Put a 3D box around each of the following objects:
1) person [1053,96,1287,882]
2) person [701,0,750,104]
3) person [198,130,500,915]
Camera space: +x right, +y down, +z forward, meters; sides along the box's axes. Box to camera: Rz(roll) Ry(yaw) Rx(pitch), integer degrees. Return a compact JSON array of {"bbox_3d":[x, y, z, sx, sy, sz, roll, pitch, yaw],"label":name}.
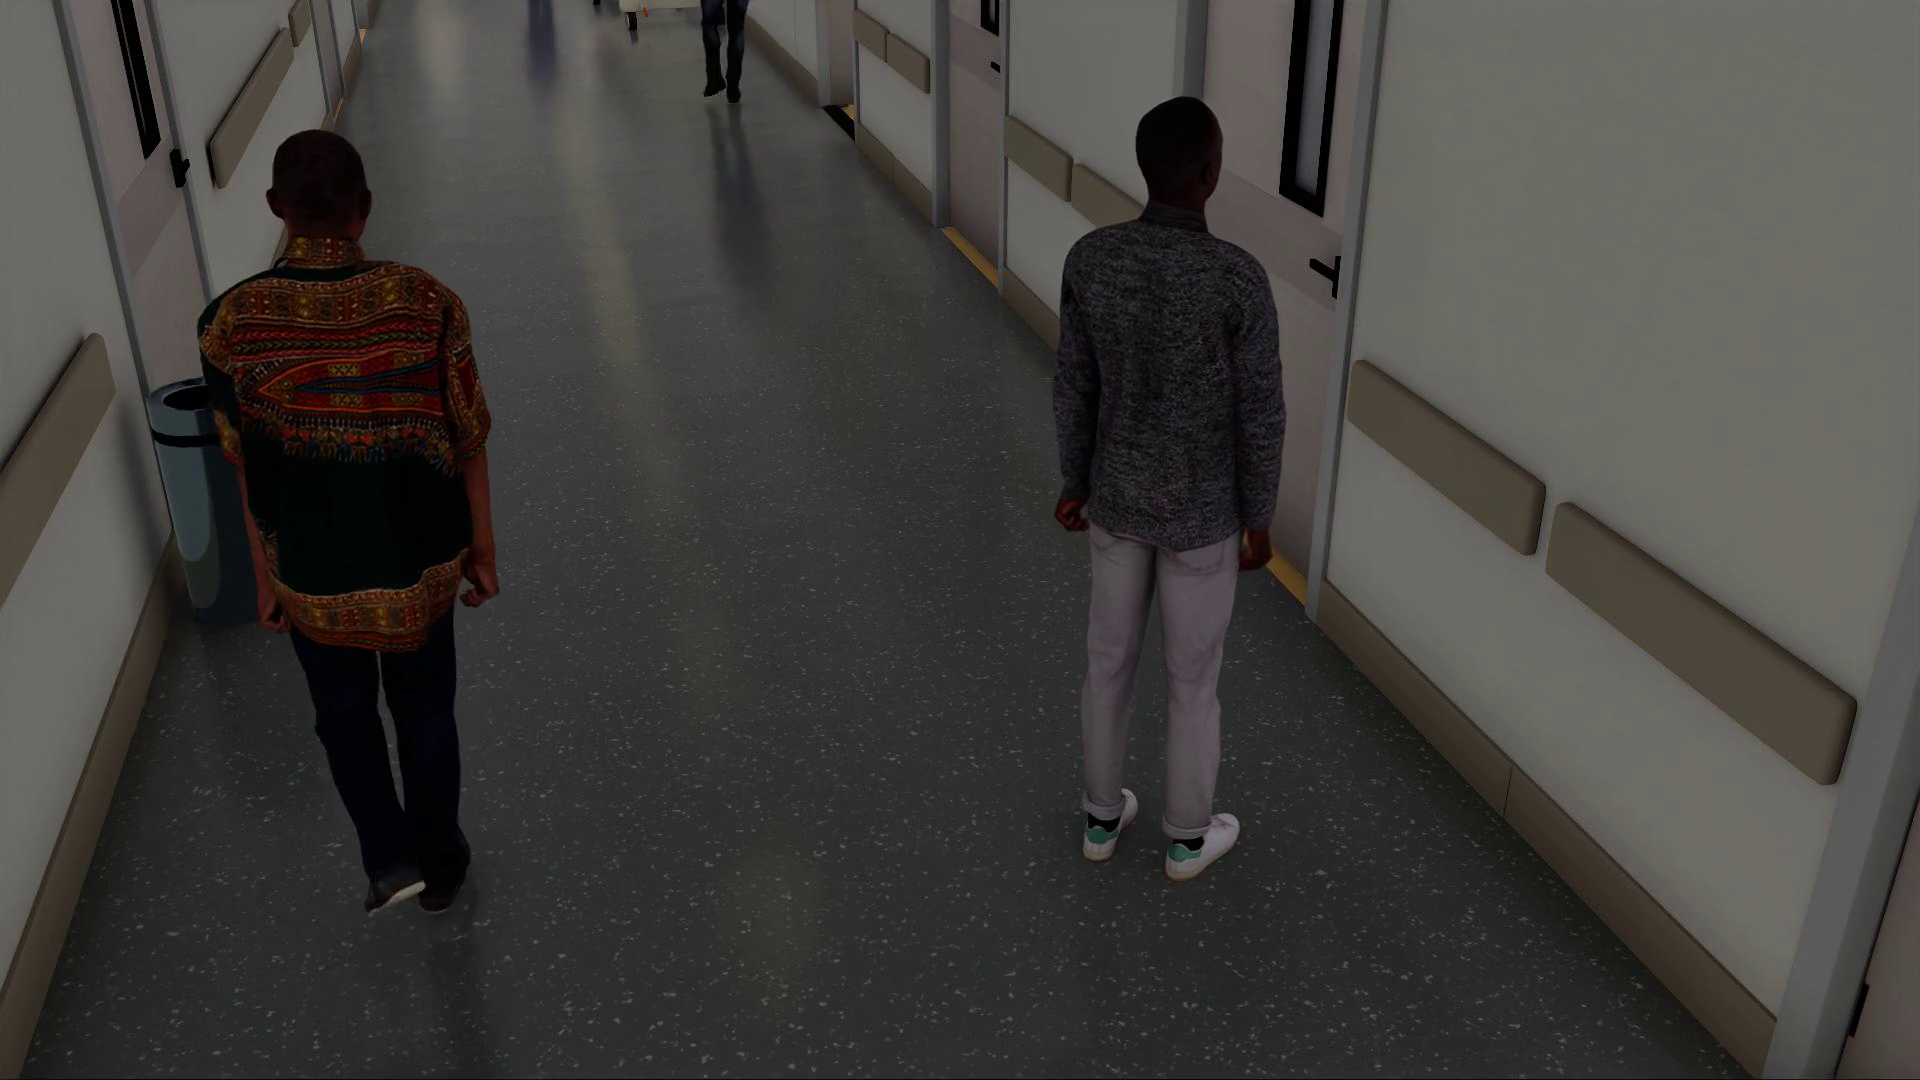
[{"bbox_3d":[0.450,-0.069,3.766,0.745,1.838,0.801,14,29,27],"label":"person"},{"bbox_3d":[-1.670,-4.158,12.203,0.575,1.875,0.742,-10,27,-19],"label":"person"},{"bbox_3d":[-1.228,0.076,3.466,0.699,1.796,0.767,-9,27,-18],"label":"person"}]
